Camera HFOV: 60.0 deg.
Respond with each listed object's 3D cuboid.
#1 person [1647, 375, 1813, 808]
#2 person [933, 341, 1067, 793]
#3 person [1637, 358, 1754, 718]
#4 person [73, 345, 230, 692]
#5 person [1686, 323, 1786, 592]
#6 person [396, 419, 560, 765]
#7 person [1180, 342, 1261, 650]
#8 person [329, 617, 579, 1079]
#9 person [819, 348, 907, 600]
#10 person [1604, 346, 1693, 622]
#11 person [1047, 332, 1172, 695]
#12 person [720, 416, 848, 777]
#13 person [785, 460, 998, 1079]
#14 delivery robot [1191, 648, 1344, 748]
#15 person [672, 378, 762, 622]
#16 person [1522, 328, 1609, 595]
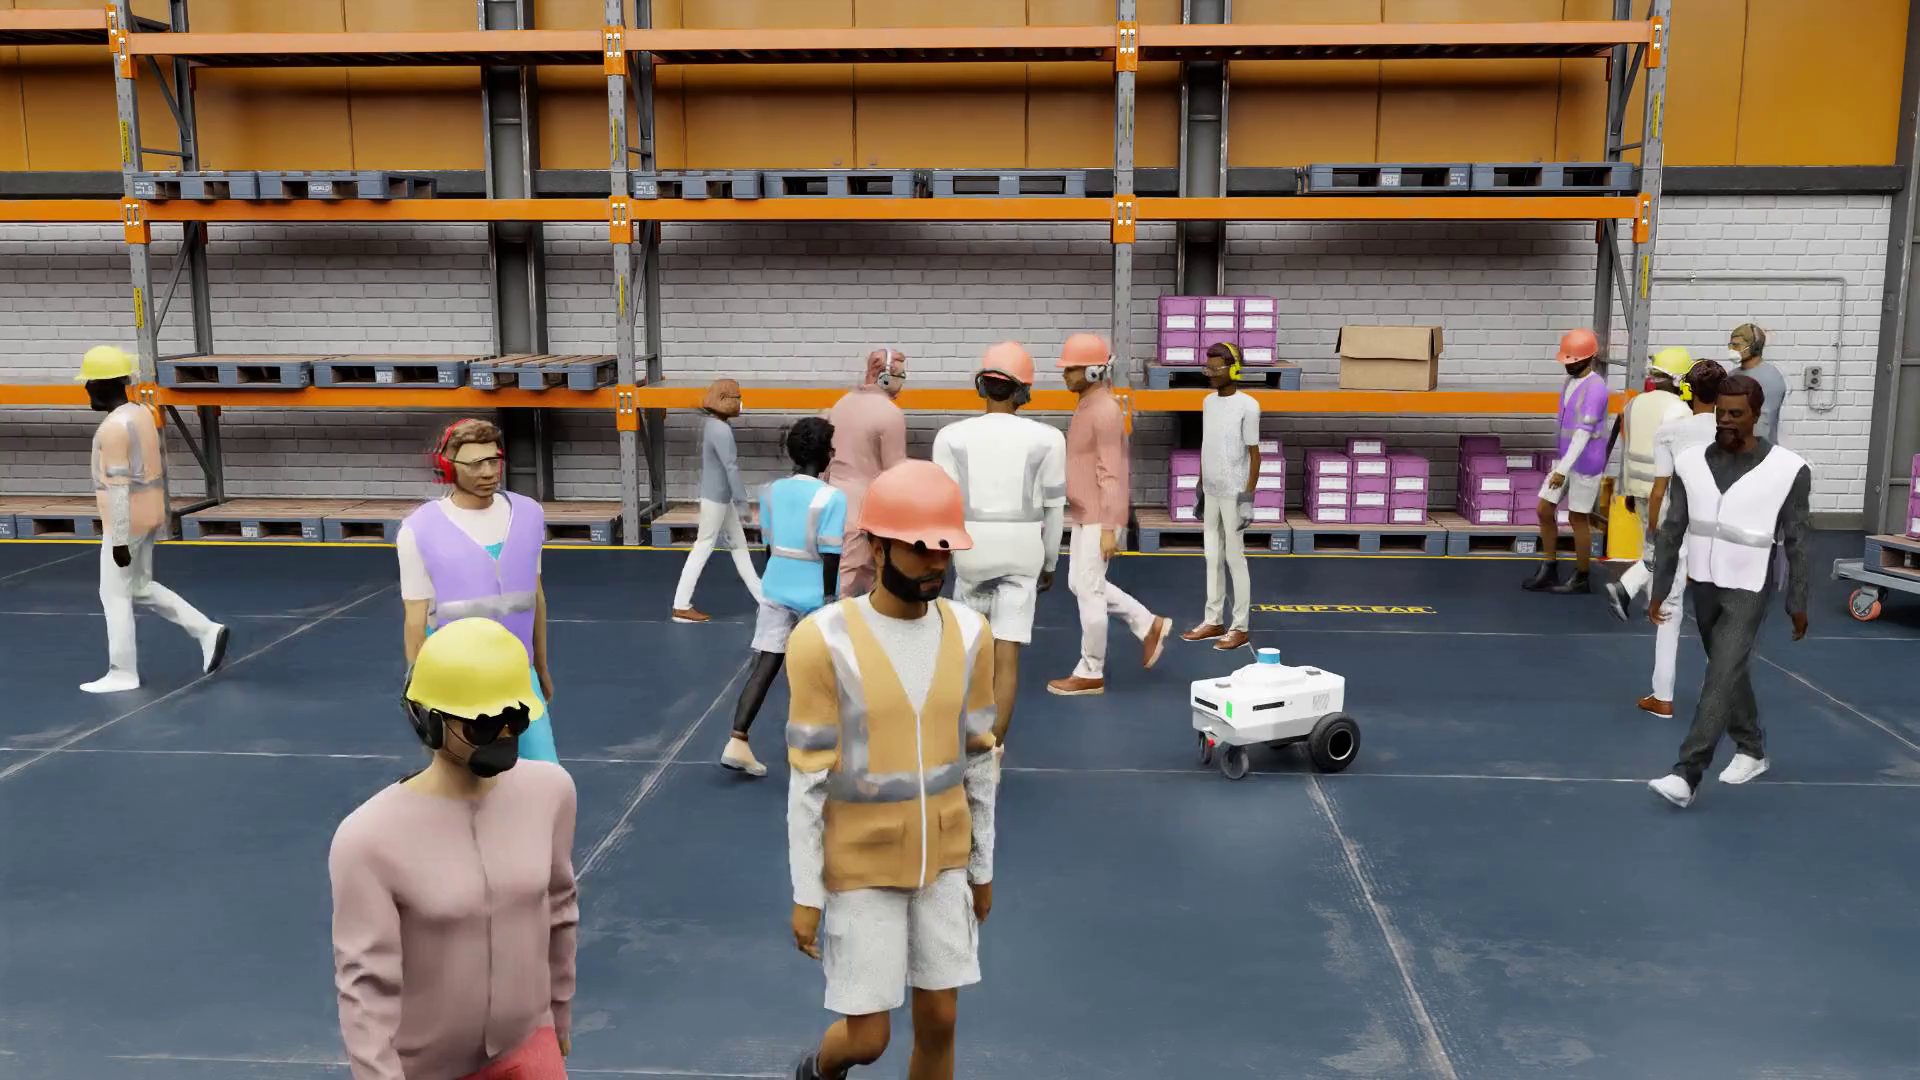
[{"bbox_3d":[3.328,0.216,7.277,1.017,1.864,0.613,-7,12,-35],"label":"person"},{"bbox_3d":[0.180,0.089,7.663,0.618,1.985,1.024,1,10,8],"label":"person"},{"bbox_3d":[3.792,0.001,8.570,0.510,1.859,0.314,1,10,6],"label":"person"},{"bbox_3d":[-4.470,-0.111,9.083,0.680,1.909,0.605,-1,10,-7],"label":"person"},{"bbox_3d":[5.410,-0.555,11.694,0.867,1.909,0.634,-1,10,-8],"label":"person"},{"bbox_3d":[-1.674,0.480,5.847,0.454,1.827,0.590,9,13,41],"label":"person"},{"bbox_3d":[1.601,-0.265,10.107,0.310,1.864,0.533,-6,11,-31],"label":"person"},{"bbox_3d":[-0.887,0.997,3.136,0.544,1.716,0.918,-9,13,-43],"label":"person"},{"bbox_3d":[-0.535,-0.171,9.612,1.014,1.854,0.675,-6,11,-32],"label":"person"},{"bbox_3d":[4.449,-0.334,10.670,0.689,1.809,0.595,-4,10,-20],"label":"person"},{"bbox_3d":[0.825,-0.141,9.041,0.679,1.979,0.632,-2,10,-10],"label":"person"},{"bbox_3d":[-0.764,0.255,7.672,0.534,1.652,0.894,7,12,37],"label":"person"},{"bbox_3d":[-0.174,0.749,4.012,0.562,1.918,0.554,-6,11,-30],"label":"person"},{"bbox_3d":[1.429,0.747,7.734,0.707,0.478,0.477,-5,11,-27],"label":"delivery robot"},{"bbox_3d":[-1.507,-0.256,10.840,0.847,1.584,0.521,-2,10,-14],"label":"person"},{"bbox_3d":[4.216,-0.524,11.556,0.592,1.891,0.590,-1,10,-8],"label":"person"}]
